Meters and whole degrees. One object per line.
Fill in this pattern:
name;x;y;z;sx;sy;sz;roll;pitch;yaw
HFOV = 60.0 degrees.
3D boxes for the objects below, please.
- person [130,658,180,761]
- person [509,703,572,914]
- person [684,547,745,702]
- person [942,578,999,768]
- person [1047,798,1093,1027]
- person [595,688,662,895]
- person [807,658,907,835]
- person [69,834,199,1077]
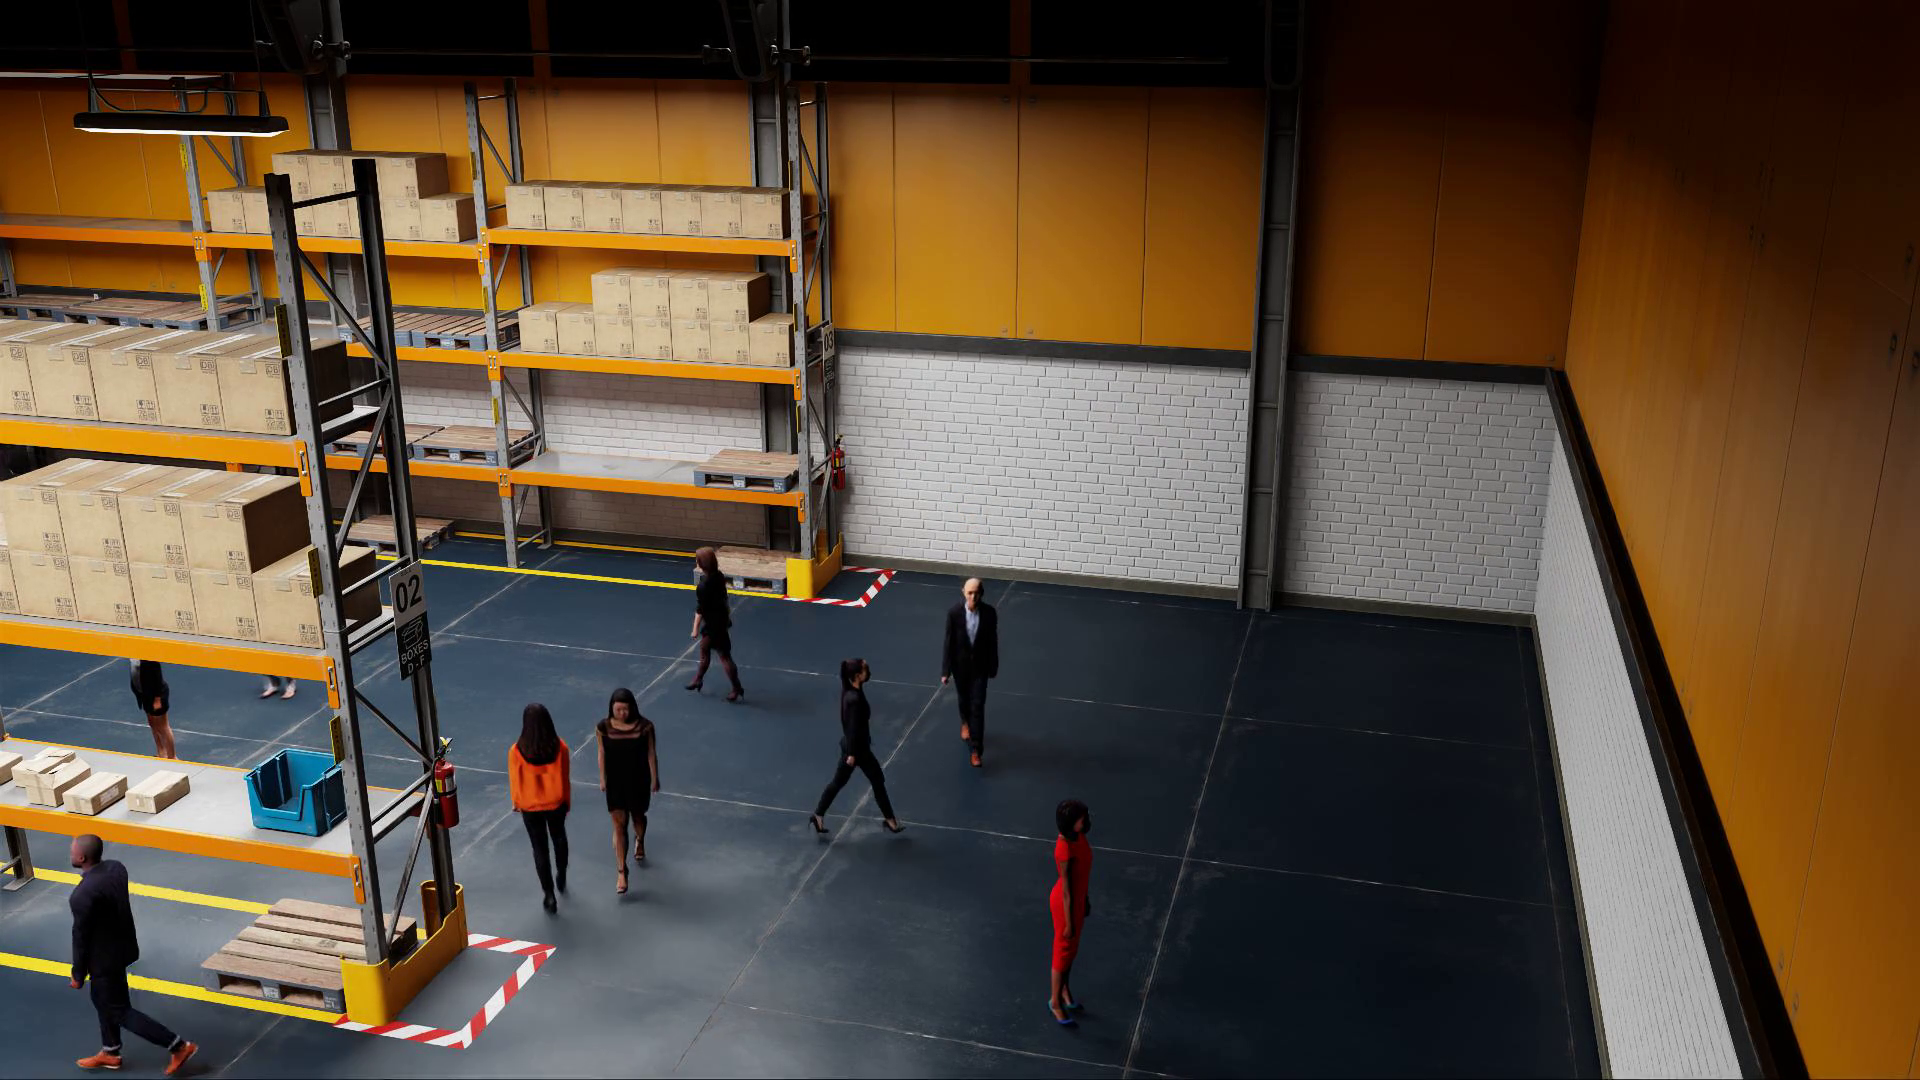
person;-7.591;1.421;15.641;0.608;1.555;0.690;16;25;40
person;-3.288;2.153;13.189;0.848;1.732;0.901;-9;21;-25
person;-2.405;0.897;17.012;0.914;1.673;0.593;5;19;15
person;0.092;1.197;15.985;1.211;1.758;0.939;0;19;1
person;0.772;2.615;11.799;0.490;1.743;0.551;5;19;14
person;-2.728;1.993;13.746;0.994;1.679;0.942;-3;19;-8
person;-0.980;1.821;14.278;1.165;1.666;0.906;-3;19;-9
person;-5.602;2.813;11.136;1.194;1.792;0.946;-2;19;-7
